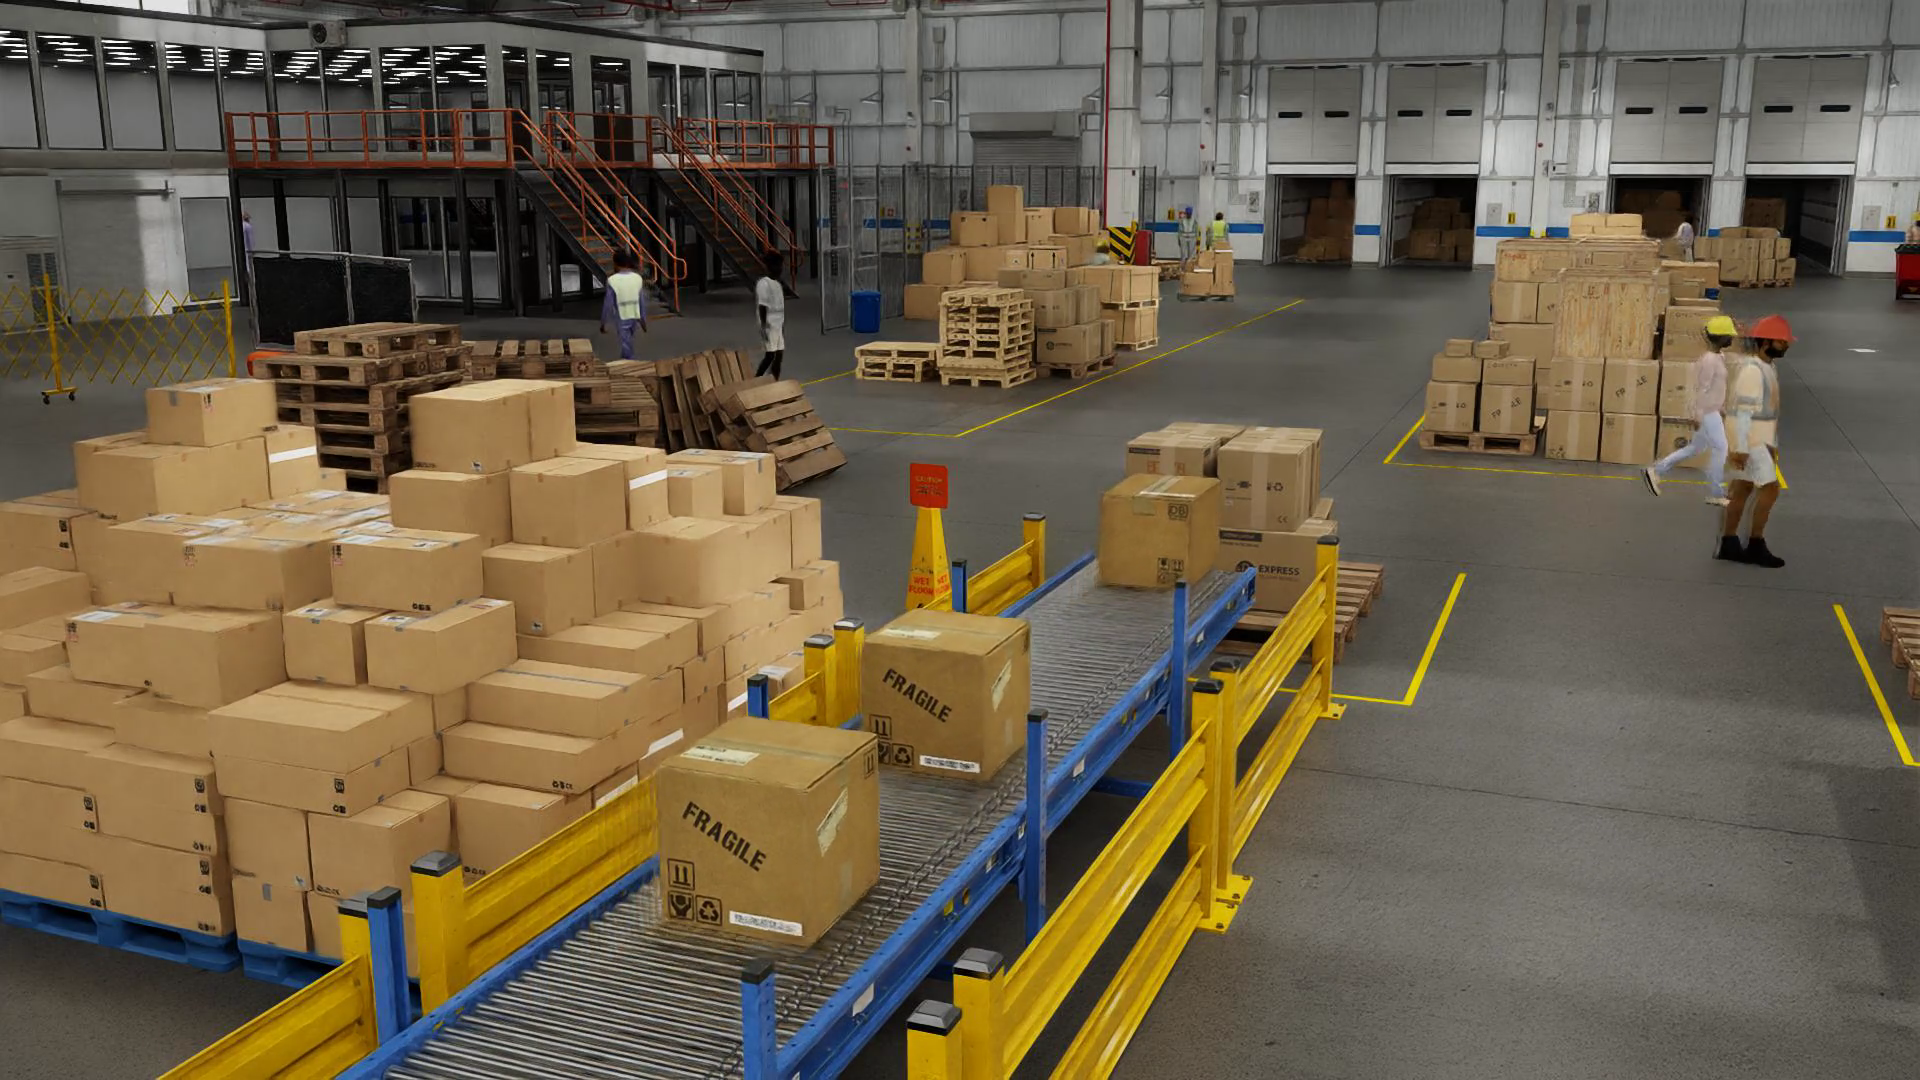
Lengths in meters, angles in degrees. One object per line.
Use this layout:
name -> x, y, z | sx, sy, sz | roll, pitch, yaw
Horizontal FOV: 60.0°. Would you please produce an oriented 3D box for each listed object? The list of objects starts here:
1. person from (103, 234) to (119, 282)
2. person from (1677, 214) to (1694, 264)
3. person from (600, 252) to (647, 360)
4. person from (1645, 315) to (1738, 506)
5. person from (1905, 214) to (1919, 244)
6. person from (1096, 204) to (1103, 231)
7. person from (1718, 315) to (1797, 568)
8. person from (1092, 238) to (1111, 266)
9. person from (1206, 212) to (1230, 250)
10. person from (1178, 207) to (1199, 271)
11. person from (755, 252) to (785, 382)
person -> -22.844, -7.710, 44.614 | 0.417, 1.619, 0.499 | 5, 13, 20
person -> 20.021, -8.044, 45.730 | 0.975, 1.784, 0.648 | 0, 13, 2
person -> -4.735, -3.058, 23.172 | 0.960, 1.872, 0.604 | 10, 16, 38
person -> 6.722, -1.187, 15.108 | 0.792, 1.733, 0.519 | 7, 14, 27
person -> 25.496, -7.763, 44.345 | 0.612, 1.873, 1.048 | 4, 13, 17
person -> 4.161, -9.110, 50.090 | 0.653, 1.970, 0.703 | 11, 17, 41
person -> 6.173, -0.740, 12.668 | 0.650, 1.919, 0.570 | 9, 15, 34
person -> 2.723, -4.983, 32.240 | 0.919, 1.705, 0.493 | -7, 14, -29
person -> 7.297, -8.363, 47.104 | 0.641, 1.821, 0.441 | 1, 13, 4
person -> 6.727, -8.836, 48.988 | 0.626, 1.908, 0.891 | 2, 13, 8
person -> -2.519, -2.814, 21.945 | 0.579, 1.937, 0.699 | 4, 13, 17
